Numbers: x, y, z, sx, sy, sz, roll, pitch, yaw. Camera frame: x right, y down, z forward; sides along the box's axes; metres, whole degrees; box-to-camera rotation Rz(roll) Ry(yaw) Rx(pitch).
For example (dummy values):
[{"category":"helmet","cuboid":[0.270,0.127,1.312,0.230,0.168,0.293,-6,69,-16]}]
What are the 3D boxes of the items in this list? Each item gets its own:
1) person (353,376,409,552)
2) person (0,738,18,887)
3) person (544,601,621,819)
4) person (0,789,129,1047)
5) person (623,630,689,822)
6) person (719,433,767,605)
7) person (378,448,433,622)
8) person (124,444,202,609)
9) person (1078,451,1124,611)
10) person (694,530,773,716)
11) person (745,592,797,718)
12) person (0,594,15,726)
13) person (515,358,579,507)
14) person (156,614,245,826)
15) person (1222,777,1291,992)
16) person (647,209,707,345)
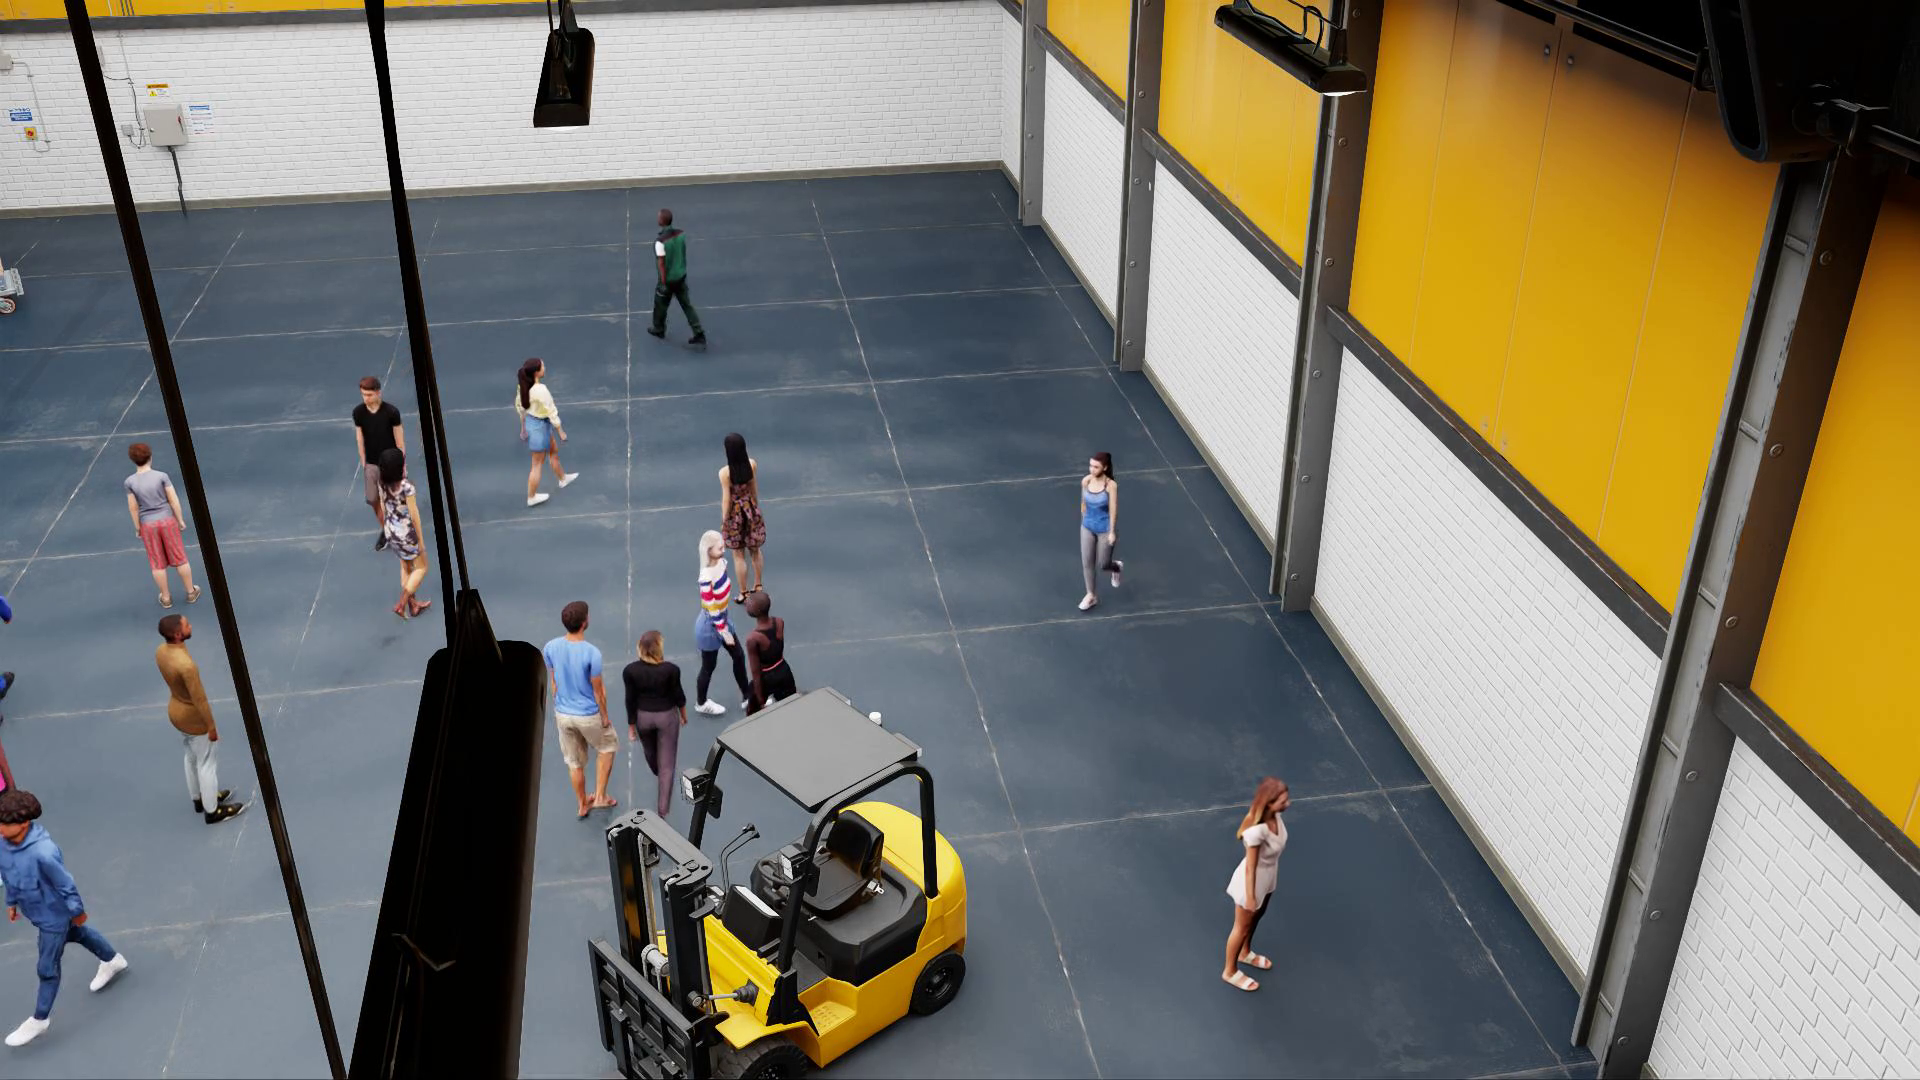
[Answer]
[{"category":"person","cuboid":[-5.742,-0.826,16.760,0.711,1.849,0.707,0,29,0]},{"category":"person","cuboid":[-7.035,1.782,12.122,0.612,1.711,0.638,-1,29,-2]},{"category":"person","cuboid":[-2.943,1.363,12.749,0.748,1.846,0.764,5,29,9]},{"category":"person","cuboid":[-5.955,2.370,10.986,1.139,1.768,1.252,16,32,26]},{"category":"person","cuboid":[-2.321,1.495,12.748,0.725,1.615,1.095,0,29,0]},{"category":"person","cuboid":[-2.070,-0.199,15.690,0.847,1.773,0.802,25,38,38]},{"category":"person","cuboid":[-5.196,-0.009,15.391,0.837,1.726,0.924,12,31,20]},{"category":"person","cuboid":[-7.566,-0.136,15.703,0.642,1.650,0.604,-12,31,-21]},{"category":"person","cuboid":[1.348,-0.114,15.714,0.886,1.600,0.933,21,35,33]},{"category":"person","cuboid":[-2.155,0.713,14.002,0.918,1.788,0.944,7,29,12]},{"category":"person","cuboid":[-1.418,1.216,13.169,1.277,1.702,1.101,26,38,38]},{"category":"person","cuboid":[-8.293,0.807,13.828,0.847,1.788,1.110,1,29,1]},{"category":"person","cuboid":[-4.510,-1.111,17.541,1.012,1.600,1.010,-24,37,-37]},{"category":"person","cuboid":[-5.914,1.367,12.773,0.691,1.816,0.763,21,35,33]},{"category":"person","cuboid":[1.994,2.285,11.220,0.731,1.692,0.666,17,33,28]},{"category":"person","cuboid":[-3.623,-3.334,21.416,1.290,1.793,1.215,19,34,30]}]
